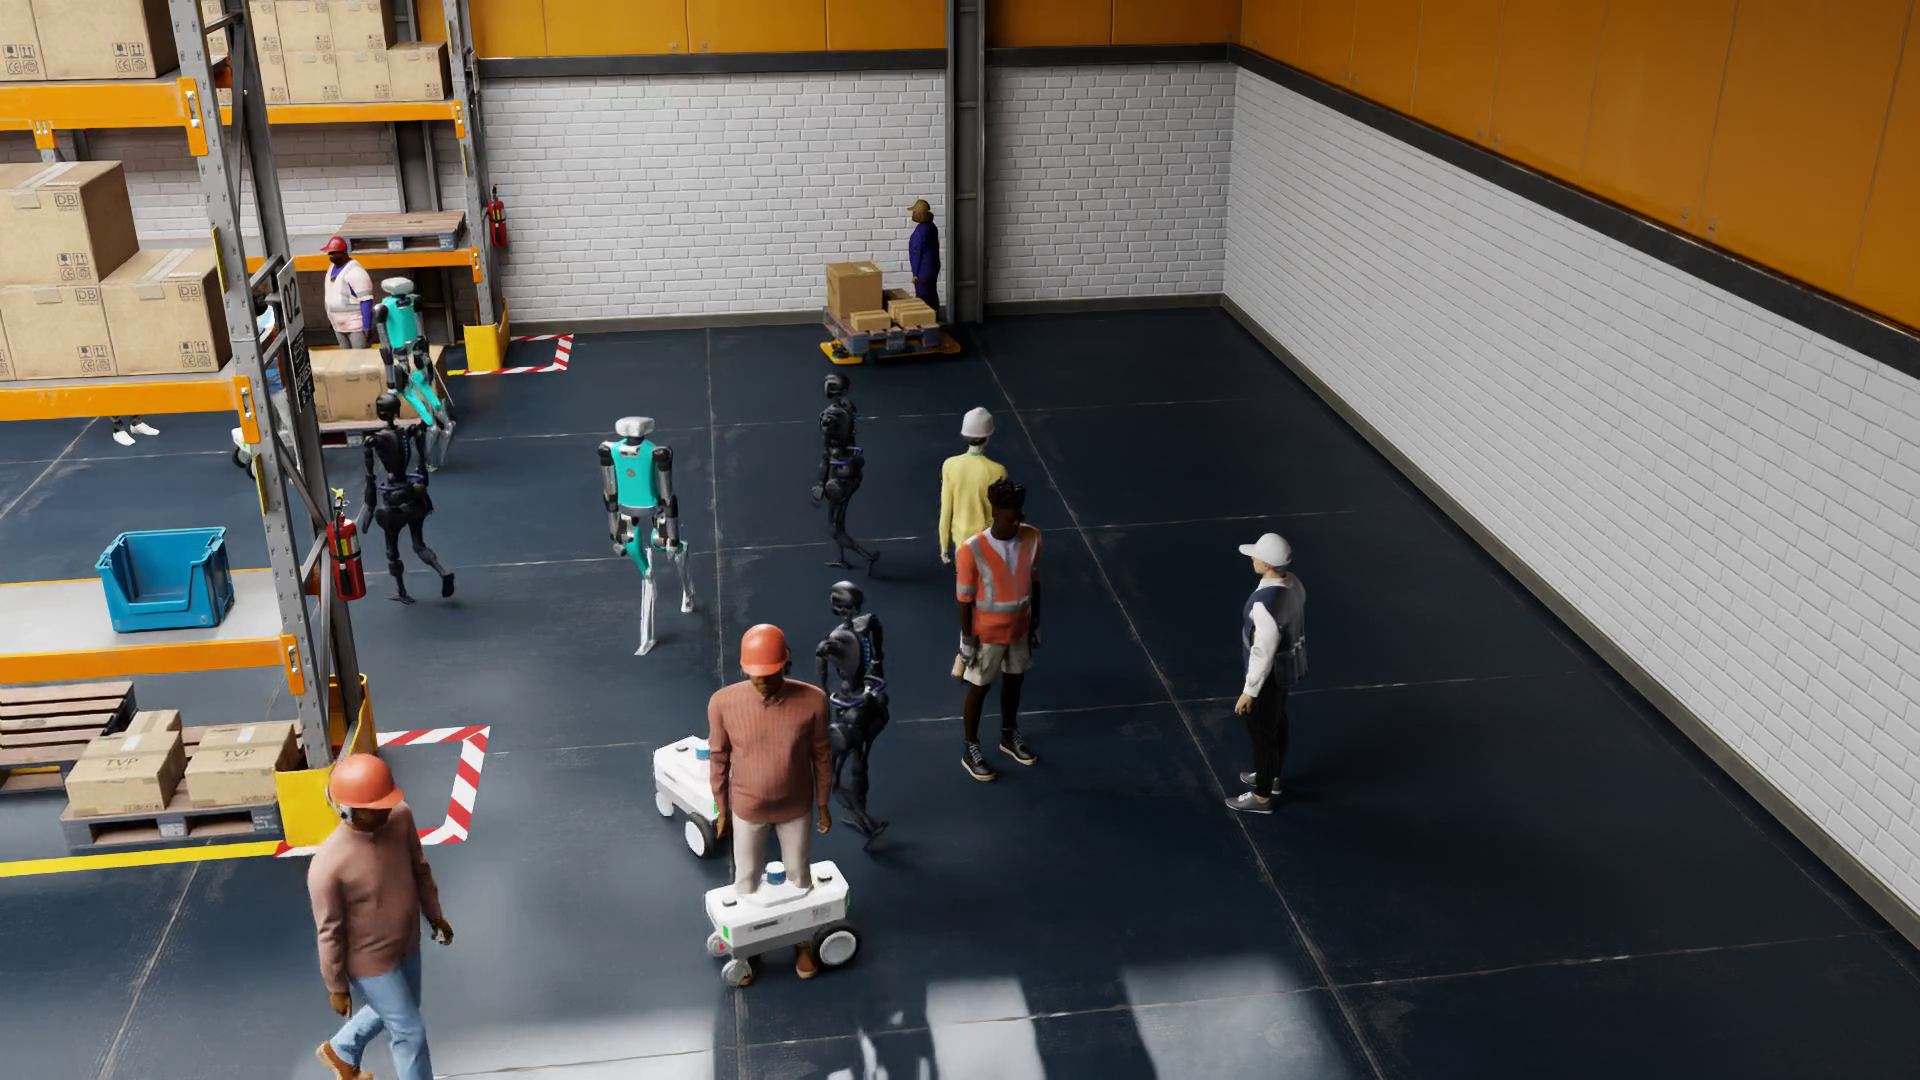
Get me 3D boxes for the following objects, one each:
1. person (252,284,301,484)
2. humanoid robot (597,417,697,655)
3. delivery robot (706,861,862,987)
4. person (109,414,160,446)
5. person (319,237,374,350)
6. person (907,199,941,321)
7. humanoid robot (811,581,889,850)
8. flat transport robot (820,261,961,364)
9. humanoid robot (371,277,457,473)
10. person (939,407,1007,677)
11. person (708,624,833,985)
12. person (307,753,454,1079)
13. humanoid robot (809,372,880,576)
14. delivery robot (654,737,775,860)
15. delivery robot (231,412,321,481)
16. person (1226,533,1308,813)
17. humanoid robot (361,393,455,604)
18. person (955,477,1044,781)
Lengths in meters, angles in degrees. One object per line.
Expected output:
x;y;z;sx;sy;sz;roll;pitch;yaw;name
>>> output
-6.059;-1.383;14.609;0.622;1.833;0.431;8;25;18;person
-2.158;-0.141;11.945;0.531;1.776;1.013;5;24;11;humanoid robot
-0.941;1.936;8.611;0.756;0.580;0.499;-10;26;-22;delivery robot
-7.894;-1.829;15.581;0.330;1.865;0.515;10;26;21;person
-6.007;-2.121;16.382;0.617;1.752;0.419;17;29;34;person
-0.414;-2.987;18.522;0.361;1.619;0.453;9;25;20;person
-0.570;0.985;9.394;0.430;1.640;0.601;18;29;35;humanoid robot
-0.772;-2.170;18.339;1.431;0.231;0.659;-8;25;-17;flat transport robot
-4.769;-1.413;14.821;0.703;1.812;0.551;11;26;24;humanoid robot
0.120;-0.020;11.490;0.496;1.841;0.969;9;25;20;person
-0.929;1.310;8.268;0.610;1.994;0.392;-3;24;-6;person
-2.578;1.763;7.288;0.883;1.961;0.627;6;25;14;person
-0.853;-0.507;12.810;0.536;1.636;0.600;9;25;19;humanoid robot
-1.466;1.466;9.710;0.499;0.602;0.795;-19;30;-37;delivery robot
-6.179;-0.893;15.047;0.738;0.573;0.511;-17;29;-34;delivery robot
1.798;0.779;9.766;0.445;1.756;0.772;11;26;24;person
-4.111;-0.281;12.297;0.526;1.645;0.610;14;27;29;humanoid robot
0.246;0.531;10.095;0.600;1.957;0.381;-16;28;-31;person
